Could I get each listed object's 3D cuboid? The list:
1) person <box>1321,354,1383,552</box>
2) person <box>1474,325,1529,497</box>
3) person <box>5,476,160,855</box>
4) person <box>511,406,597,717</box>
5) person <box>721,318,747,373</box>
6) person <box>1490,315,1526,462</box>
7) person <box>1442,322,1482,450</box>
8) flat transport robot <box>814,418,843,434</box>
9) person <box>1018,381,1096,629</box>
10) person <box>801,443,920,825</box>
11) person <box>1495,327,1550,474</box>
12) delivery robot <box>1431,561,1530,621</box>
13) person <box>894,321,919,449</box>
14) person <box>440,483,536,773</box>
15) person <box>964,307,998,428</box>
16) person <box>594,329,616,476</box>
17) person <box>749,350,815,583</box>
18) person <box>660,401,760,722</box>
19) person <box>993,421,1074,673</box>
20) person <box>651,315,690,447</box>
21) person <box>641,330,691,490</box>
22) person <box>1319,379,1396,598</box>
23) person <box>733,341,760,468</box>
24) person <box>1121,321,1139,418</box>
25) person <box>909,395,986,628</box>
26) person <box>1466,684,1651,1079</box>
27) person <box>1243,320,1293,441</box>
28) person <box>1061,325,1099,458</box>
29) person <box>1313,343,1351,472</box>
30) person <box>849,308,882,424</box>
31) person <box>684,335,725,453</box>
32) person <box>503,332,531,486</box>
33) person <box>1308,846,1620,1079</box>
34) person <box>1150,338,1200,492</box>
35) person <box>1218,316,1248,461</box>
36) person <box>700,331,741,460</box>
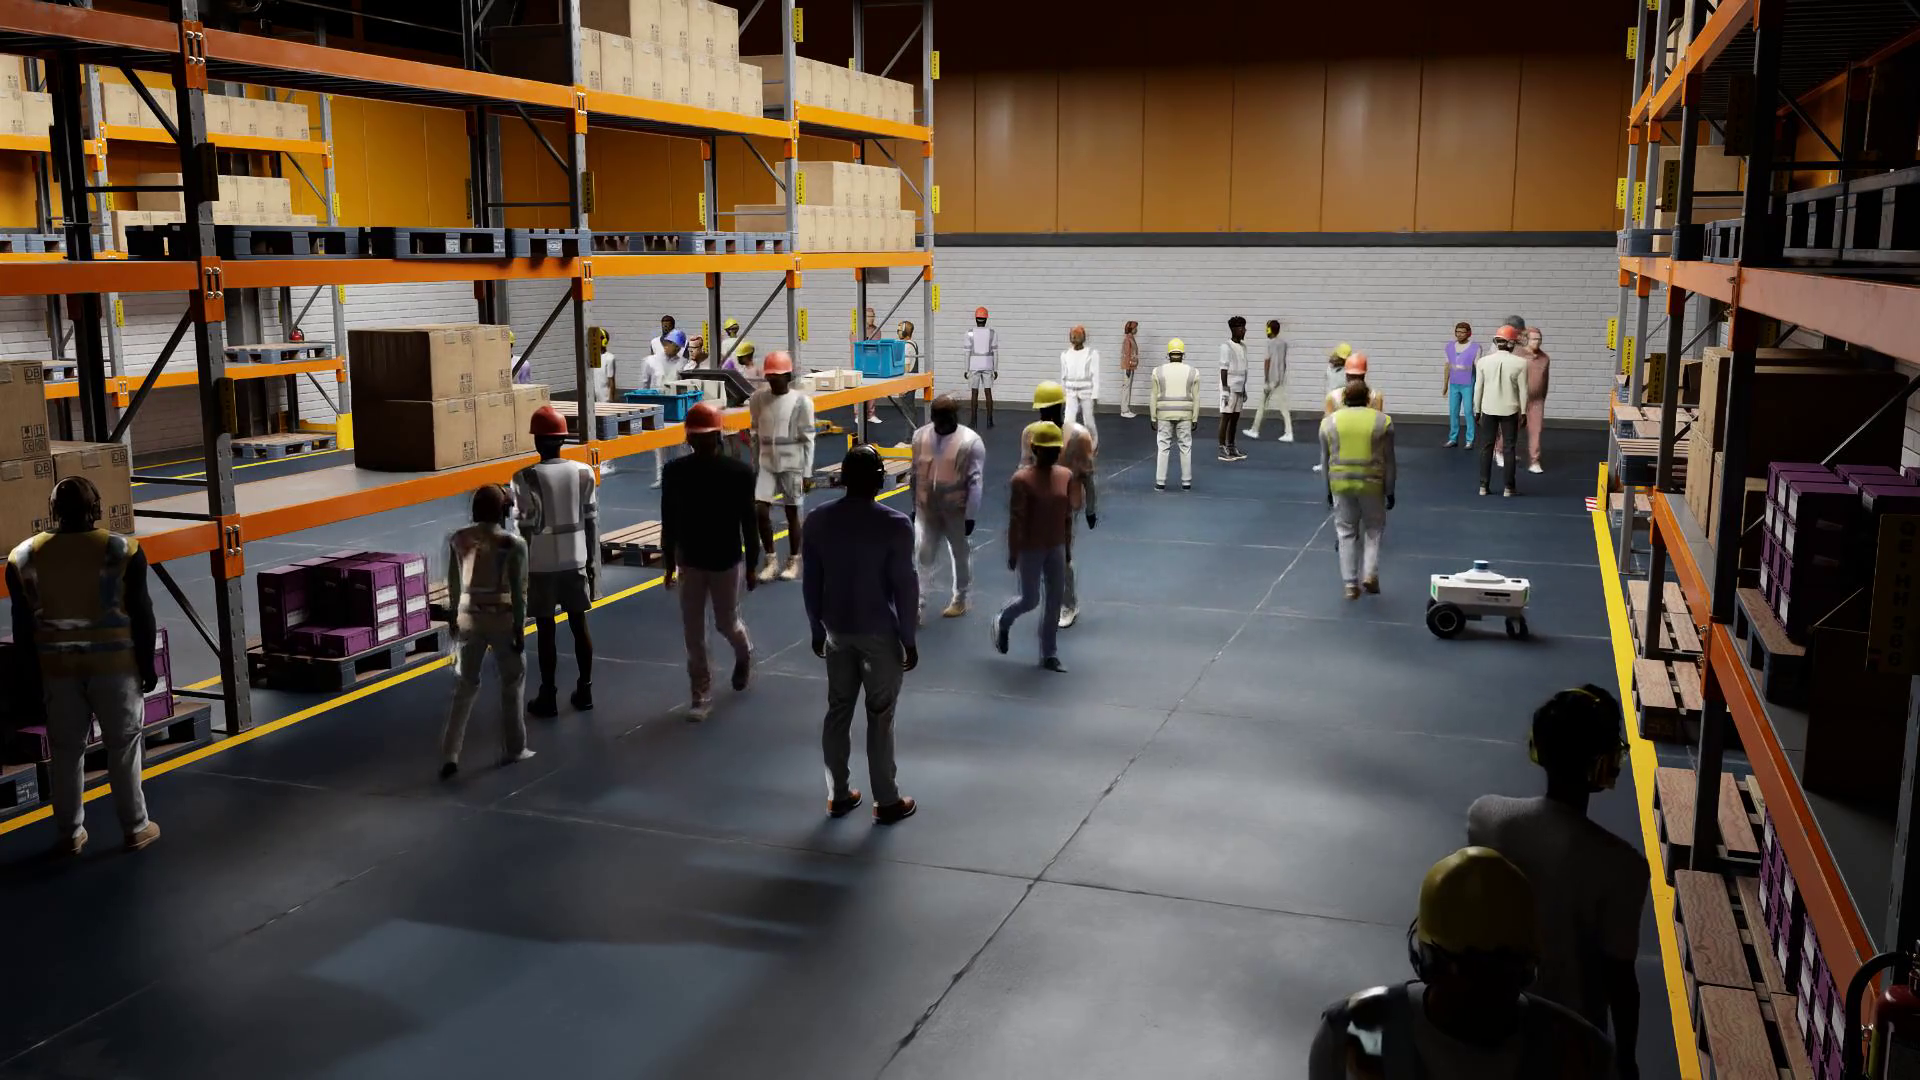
[{"bbox_3d":[3.815,-0.872,16.170,0.563,1.897,0.986,2,10,11],"label":"person"},{"bbox_3d":[6.324,-1.504,19.426,0.622,1.990,0.388,6,12,30],"label":"person"},{"bbox_3d":[-4.185,0.606,7.998,0.626,1.836,0.428,-2,10,-10],"label":"person"},{"bbox_3d":[-2.525,0.133,10.362,0.544,1.939,0.354,-8,13,-36],"label":"person"},{"bbox_3d":[-3.603,-2.643,26.502,0.522,1.761,0.321,-10,14,-43],"label":"person"},{"bbox_3d":[7.395,-2.043,22.323,0.702,2.000,0.537,-8,13,-39],"label":"person"},{"bbox_3d":[7.219,-2.208,23.874,0.404,1.829,0.575,-8,13,-39],"label":"person"},{"bbox_3d":[-2.514,-1.698,25.361,0.652,0.197,1.431,8,13,38],"label":"flat transport robot"},{"bbox_3d":[0.730,-0.276,12.803,0.597,1.894,0.628,8,13,38],"label":"person"},{"bbox_3d":[-0.490,0.475,8.433,0.636,1.937,0.358,5,11,25],"label":"person"},{"bbox_3d":[7.330,-1.830,21.616,0.651,1.876,0.908,-1,10,-7],"label":"person"},{"bbox_3d":[3.904,0.398,12.497,0.707,0.478,0.477,3,11,15],"label":"delivery robot"},{"bbox_3d":[-0.765,-2.215,23.842,0.345,1.846,0.508,2,10,11],"label":"person"},{"bbox_3d":[-2.675,0.508,9.254,0.537,1.618,0.659,3,11,18],"label":"person"},{"bbox_3d":[0.336,-2.765,26.682,0.553,1.935,0.361,-1,10,-4],"label":"person"},{"bbox_3d":[-4.592,-1.754,21.227,0.390,1.859,0.530,-6,12,-31],"label":"person"},{"bbox_3d":[-1.564,-0.618,14.331,0.629,2.021,0.688,3,11,17],"label":"person"},{"bbox_3d":[-1.551,0.107,10.400,0.623,1.978,0.673,2,10,9],"label":"person"},{"bbox_3d":[0.518,0.035,11.469,0.528,1.750,0.565,-6,12,-32],"label":"person"},{"bbox_3d":[-4.173,-2.271,23.954,0.587,1.920,0.392,1,10,7],"label":"person"},{"bbox_3d":[-3.504,-1.559,19.978,0.673,1.910,0.396,-1,10,-8],"label":"person"},{"bbox_3d":[3.288,-0.418,13.789,0.634,1.824,0.441,4,11,19],"label":"person"},{"bbox_3d":[-2.587,-1.609,20.721,0.463,1.739,0.535,-5,11,-25],"label":"person"},{"bbox_3d":[2.883,-2.902,28.296,0.311,1.638,0.523,2,10,13],"label":"person"},{"bbox_3d":[-0.139,-0.221,12.776,0.637,1.782,0.989,4,11,19],"label":"person"},{"bbox_3d":[1.457,1.275,4.162,0.338,1.862,0.507,-8,13,-38],"label":"person"},{"bbox_3d":[4.694,-2.394,24.976,0.532,1.804,1.000,-6,12,-30],"label":"person"},{"bbox_3d":[1.642,-1.963,22.406,0.580,1.859,0.831,5,11,25],"label":"person"},{"bbox_3d":[4.772,-1.651,21.067,0.439,1.698,0.596,-8,13,-40],"label":"person"},{"bbox_3d":[-1.499,-2.845,27.226,0.401,1.904,0.650,10,14,44],"label":"person"},{"bbox_3d":[-2.972,-1.406,19.153,0.647,1.901,0.402,8,13,39],"label":"person"},{"bbox_3d":[-5.427,-1.569,19.976,0.588,1.927,0.365,3,10,16],"label":"person"},{"bbox_3d":[0.932,1.462,3.159,0.594,1.837,0.404,1,10,8],"label":"person"},{"bbox_3d":[2.547,-1.477,19.764,0.590,1.823,0.405,1,10,3],"label":"person"},{"bbox_3d":[3.736,-2.072,22.695,0.369,1.967,0.600,8,13,37],"label":"person"},{"bbox_3d":[-2.948,-1.600,20.225,0.544,1.909,0.525,8,13,38],"label":"person"}]
